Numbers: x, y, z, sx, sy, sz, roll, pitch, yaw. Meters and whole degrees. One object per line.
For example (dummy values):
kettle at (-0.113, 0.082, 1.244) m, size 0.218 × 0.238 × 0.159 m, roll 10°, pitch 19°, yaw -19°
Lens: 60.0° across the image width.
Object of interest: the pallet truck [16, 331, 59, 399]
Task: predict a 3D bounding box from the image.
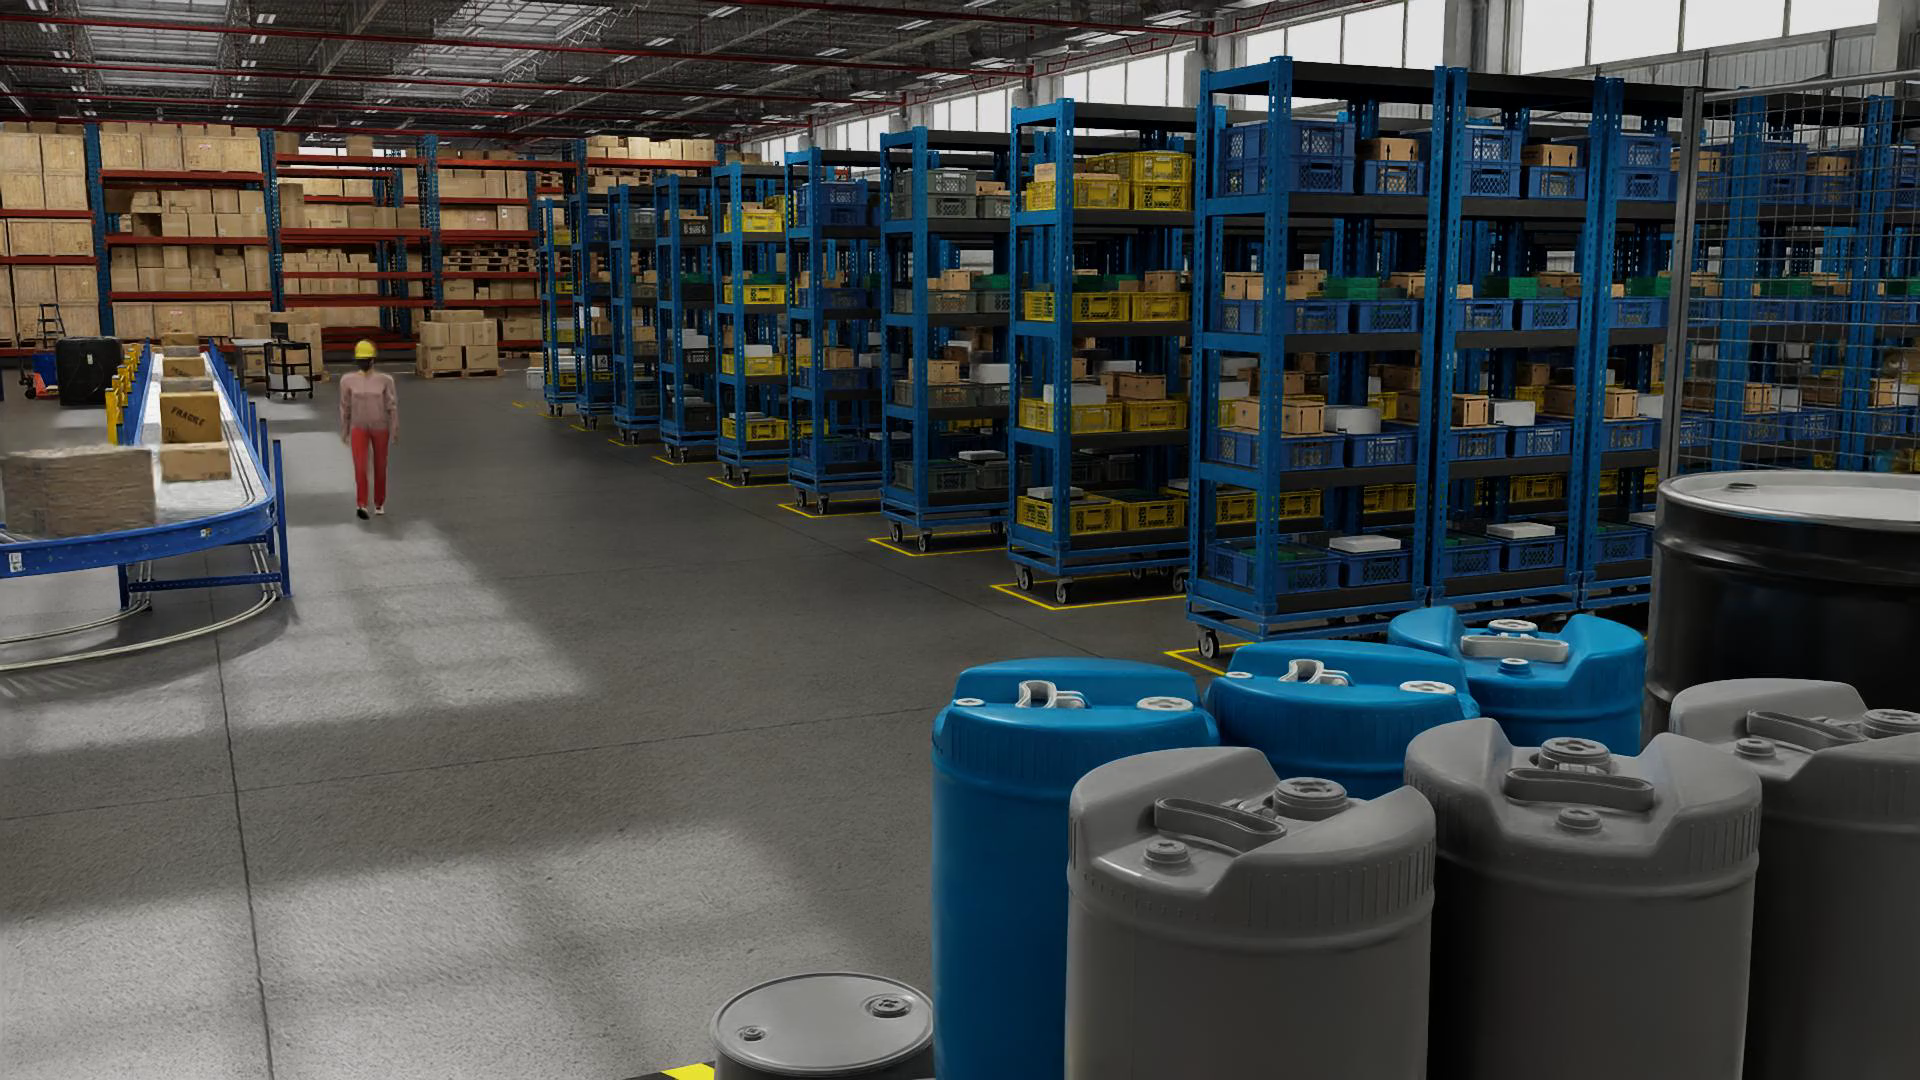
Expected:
pallet truck at (-17.082, -3.353, 31.781) m, size 1.630 × 1.274 × 0.653 m, roll -4°, pitch 10°, yaw -25°

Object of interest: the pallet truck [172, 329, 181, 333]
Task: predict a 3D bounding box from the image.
pallet truck at (-17.275, -3.851, 35.096) m, size 1.601 × 1.201 × 0.680 m, roll 0°, pitch 9°, yaw 1°

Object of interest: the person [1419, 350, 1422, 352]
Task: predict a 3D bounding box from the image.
person at (5.749, -2.016, 21.362) m, size 0.628 × 1.979 × 0.436 m, roll 9°, pitch 13°, yaw 44°

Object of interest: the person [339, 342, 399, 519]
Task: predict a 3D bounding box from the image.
person at (-5.760, -1.062, 16.231) m, size 0.547 × 1.717 × 0.877 m, roll -3°, pitch 10°, yaw -17°

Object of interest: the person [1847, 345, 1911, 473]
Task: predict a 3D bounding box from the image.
person at (7.712, -0.747, 14.039) m, size 0.584 × 1.809 × 0.918 m, roll -4°, pitch 10°, yaw -22°

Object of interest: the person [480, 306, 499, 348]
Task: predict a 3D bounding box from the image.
person at (-14.244, -6.671, 50.258) m, size 0.619 × 1.982 × 0.429 m, roll -8°, pitch 12°, yaw -42°
